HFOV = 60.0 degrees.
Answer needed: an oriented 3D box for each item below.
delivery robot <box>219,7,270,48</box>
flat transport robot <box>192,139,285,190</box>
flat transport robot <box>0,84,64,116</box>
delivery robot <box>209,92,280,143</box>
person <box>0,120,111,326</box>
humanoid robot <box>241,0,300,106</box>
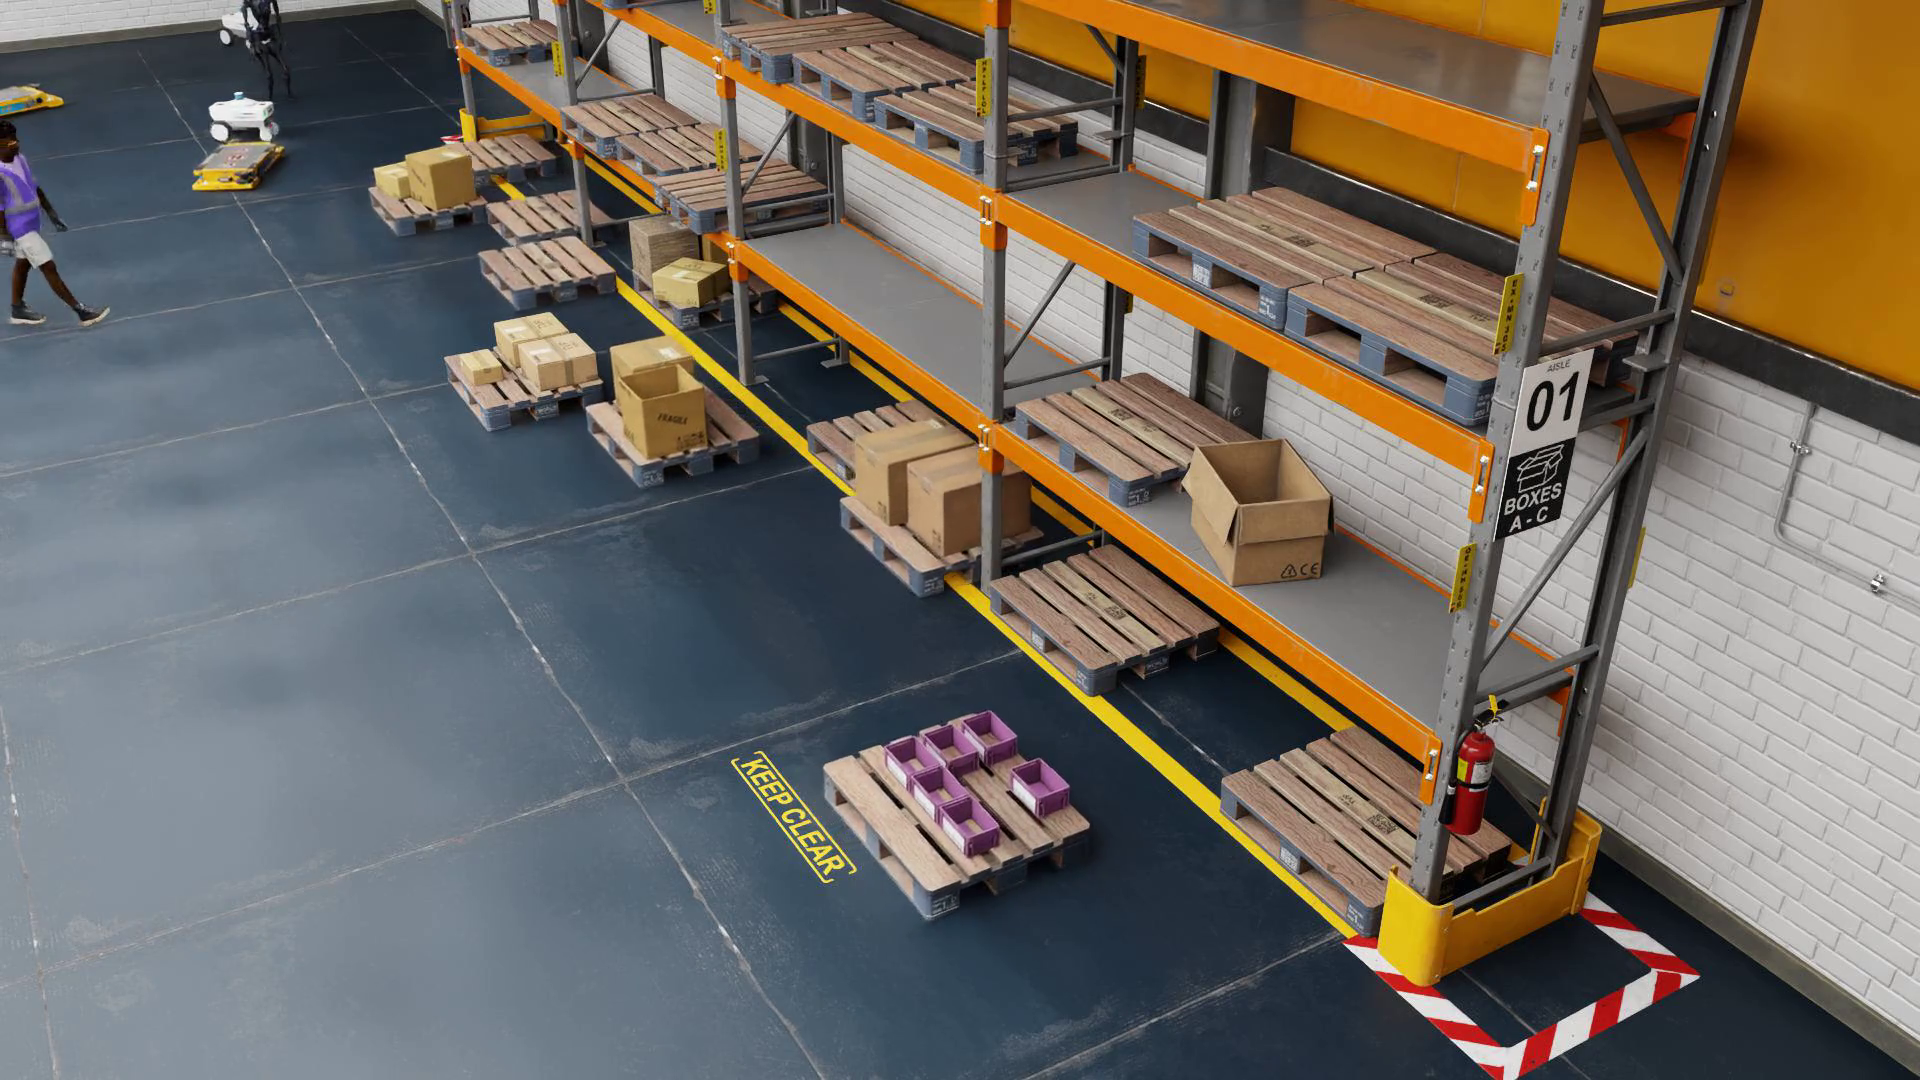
[{"bbox_3d":[-10.705,-7.675,24.910,0.785,0.614,0.499,14,33,24],"label":"delivery robot"},{"bbox_3d":[-8.377,-4.362,19.333,0.659,0.231,1.431,-3,30,-5],"label":"flat transport robot"},{"bbox_3d":[-12.514,-5.636,21.582,0.659,0.231,1.431,20,35,32],"label":"flat transport robot"},{"bbox_3d":[-8.869,-5.240,20.568,0.750,0.570,0.499,-1,30,-1],"label":"delivery robot"},{"bbox_3d":[-8.340,-2.839,14.969,0.994,1.910,0.626,-2,30,-3],"label":"person"},{"bbox_3d":[-9.045,-6.514,21.696,0.332,1.646,0.591,18,34,28],"label":"humanoid robot"}]
